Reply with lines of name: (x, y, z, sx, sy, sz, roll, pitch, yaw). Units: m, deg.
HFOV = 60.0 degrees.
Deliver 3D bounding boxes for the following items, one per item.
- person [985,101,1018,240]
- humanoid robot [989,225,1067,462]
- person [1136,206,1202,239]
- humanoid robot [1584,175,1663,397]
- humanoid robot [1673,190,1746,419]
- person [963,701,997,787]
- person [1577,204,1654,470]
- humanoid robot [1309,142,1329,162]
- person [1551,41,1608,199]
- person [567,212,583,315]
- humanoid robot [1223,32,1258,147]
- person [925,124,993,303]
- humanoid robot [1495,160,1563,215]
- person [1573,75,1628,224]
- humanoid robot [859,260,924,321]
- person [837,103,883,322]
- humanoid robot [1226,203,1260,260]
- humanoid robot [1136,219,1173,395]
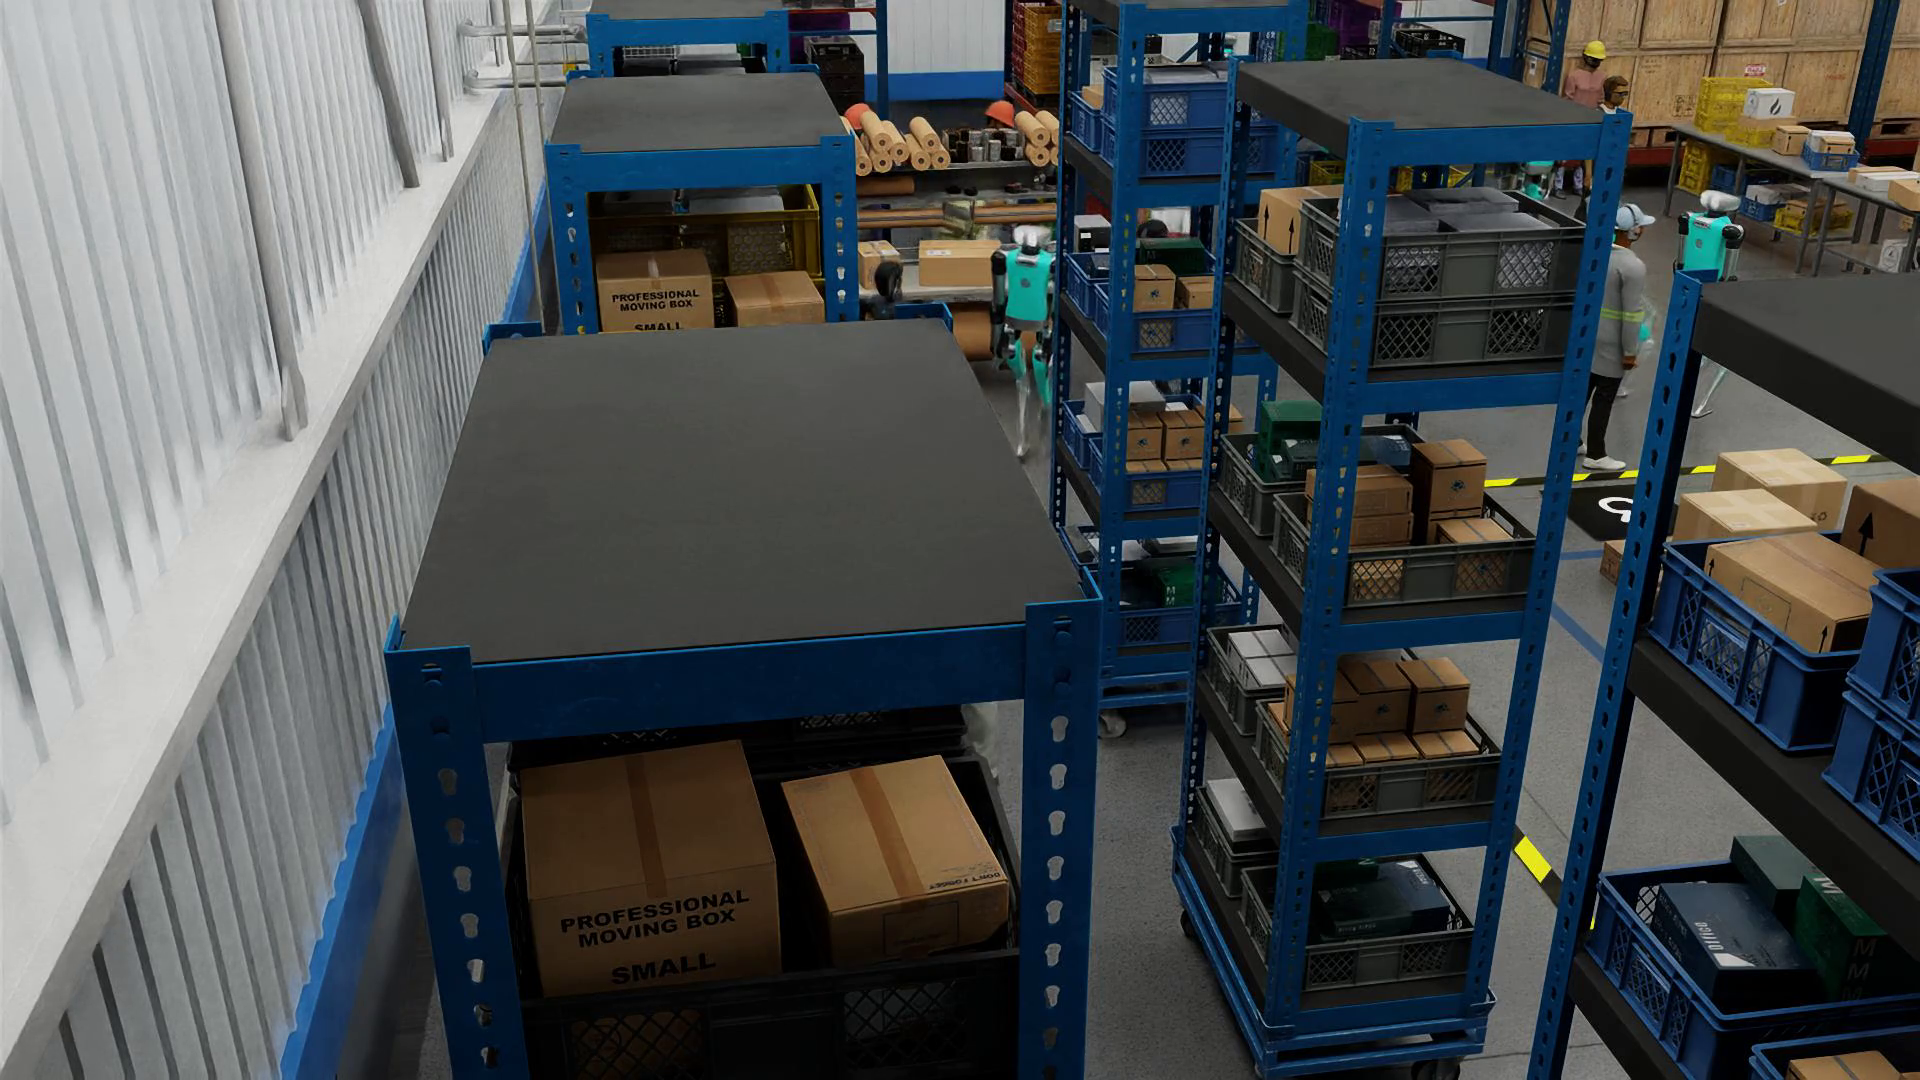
person: (0.259, -2.868, 14.584, 0.585, 1.895, 0.761, -9, 26, -19)
humanoid robot: (0.515, -1.299, 11.489, 0.556, 1.878, 0.760, 7, 26, 16)
person: (1.810, -2.559, 13.935, 0.704, 1.883, 0.731, -3, 25, -5)
humanoid robot: (5.076, -1.879, 12.666, 0.812, 1.789, 0.533, 4, 25, 9)
humanoid robot: (5.554, -1.739, 12.157, 0.735, 1.681, 0.533, -11, 27, -23)
person: (0.038, 0.320, 7.738, 0.406, 1.831, 0.569, -8, 26, -16)
person: (4.468, -1.392, 11.430, 0.371, 1.852, 0.590, -7, 26, -14)
humanoid robot: (4.038, -4.467, 18.344, 0.875, 1.846, 0.561, 2, 25, 5)
person: (7.052, -4.750, 18.845, 0.525, 1.760, 0.335, -6, 25, -12)
person: (-2.748, -1.875, 12.479, 0.511, 1.858, 0.333, -20, 31, -37)
humanoid robot: (3.271, -5.011, 19.273, 0.735, 1.677, 0.533, 2, 25, 5)
person: (-0.025, -2.640, 14.196, 0.639, 1.815, 0.828, -11, 27, -22)
humanoid robot: (5.357, -3.424, 16.056, 0.543, 1.765, 1.045, -8, 26, -18)
person: (6.254, -3.616, 16.290, 0.506, 1.837, 0.333, -22, 32, -39)
humanoid robot: (-0.433, -1.071, 10.967, 0.609, 1.645, 0.426, 10, 27, 21)
person: (-0.824, -2.568, 13.760, 0.387, 2.045, 0.605, -17, 30, -33)
humanoid robot: (2.441, -2.481, 14.020, 0.433, 1.636, 0.589, -15, 29, -29)
humanoid robot: (1.331, -1.465, 11.851, 0.766, 1.627, 0.608, -1, 25, -2)
